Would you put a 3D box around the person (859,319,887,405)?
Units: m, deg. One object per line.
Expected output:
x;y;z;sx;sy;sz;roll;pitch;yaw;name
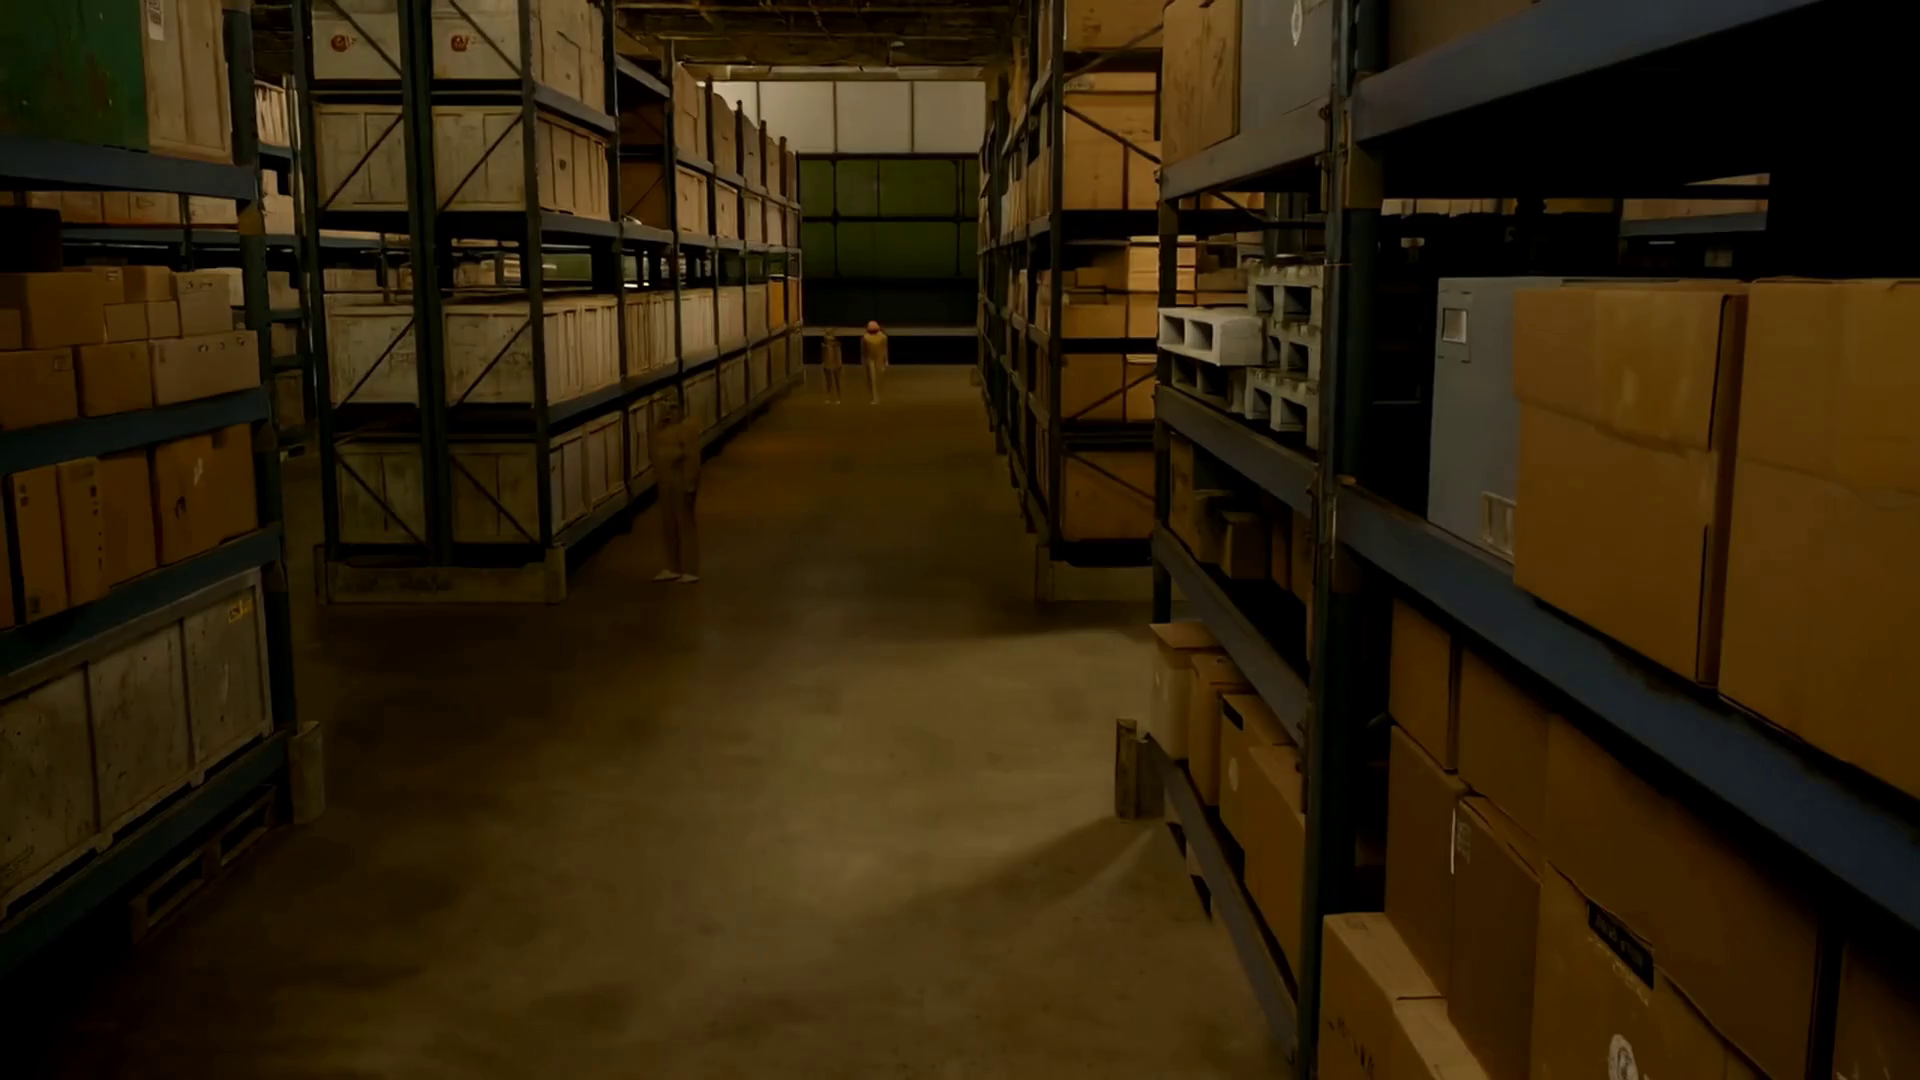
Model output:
-1.950;-3.988;37.219;0.639;1.926;0.606;-2;10;-14;person

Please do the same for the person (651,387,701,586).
-2.754;-0.519;16.020;0.399;1.908;0.643;-8;12;-39;person

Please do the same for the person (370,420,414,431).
-7.905;-1.689;23.203;0.652;1.904;0.403;-5;11;-28;person

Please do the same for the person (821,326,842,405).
-2.891;-3.901;37.220;0.573;1.749;0.342;-8;12;-40;person
